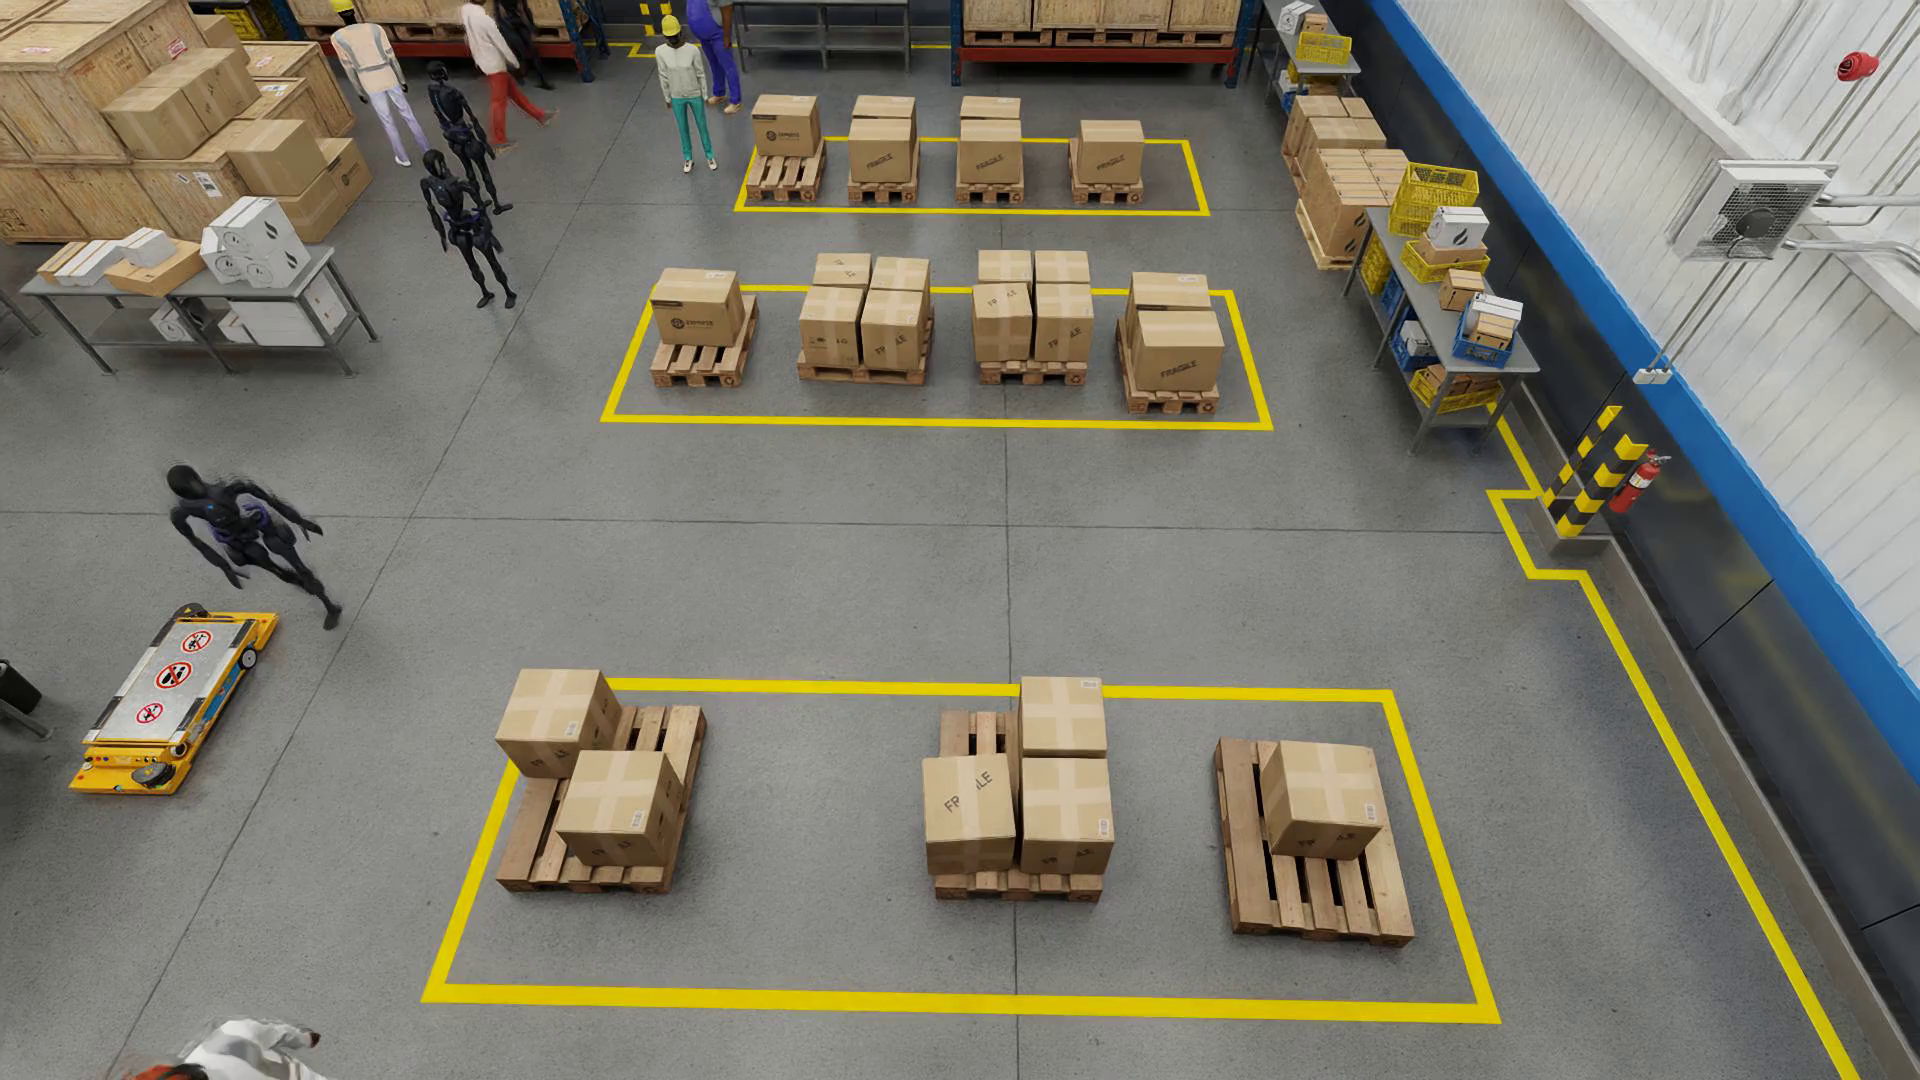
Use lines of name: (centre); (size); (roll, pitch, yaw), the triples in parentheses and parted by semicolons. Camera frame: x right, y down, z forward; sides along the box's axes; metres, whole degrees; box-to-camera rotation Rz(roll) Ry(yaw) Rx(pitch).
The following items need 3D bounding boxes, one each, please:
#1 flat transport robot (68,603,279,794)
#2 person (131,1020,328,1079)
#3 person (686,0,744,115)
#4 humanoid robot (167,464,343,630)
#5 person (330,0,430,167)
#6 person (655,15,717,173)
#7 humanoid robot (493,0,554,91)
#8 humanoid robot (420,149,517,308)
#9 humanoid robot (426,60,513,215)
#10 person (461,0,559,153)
flat transport robot: (-5.504, 1.072, 6.442); (0.652, 0.197, 1.431); (1, 50, 1)
person: (-3.022, 2.610, 4.125); (0.889, 1.842, 0.605); (18, 52, 15)
person: (-3.206, -6.559, 11.757); (0.675, 2.000, 0.536); (37, 59, 27)
humanoid robot: (-4.956, -0.036, 6.500); (0.651, 1.620, 0.662); (-30, 56, -23)
person: (-6.910, -5.446, 10.898); (0.582, 1.918, 0.405); (-32, 57, -24)
person: (-3.232, -5.242, 10.822); (0.521, 1.768, 0.310); (-8, 50, -7)
humanoid robot: (-5.977, -6.854, 12.253); (0.505, 1.641, 0.642); (15, 51, 13)
humanoid robot: (-4.824, -3.020, 8.990); (0.603, 1.657, 0.318); (3, 50, 3)
humanoid robot: (-5.517, -4.477, 10.223); (0.609, 1.657, 0.313); (17, 52, 14)
person: (-5.602, -5.850, 11.222); (1.022, 1.939, 0.596); (-35, 58, -26)
